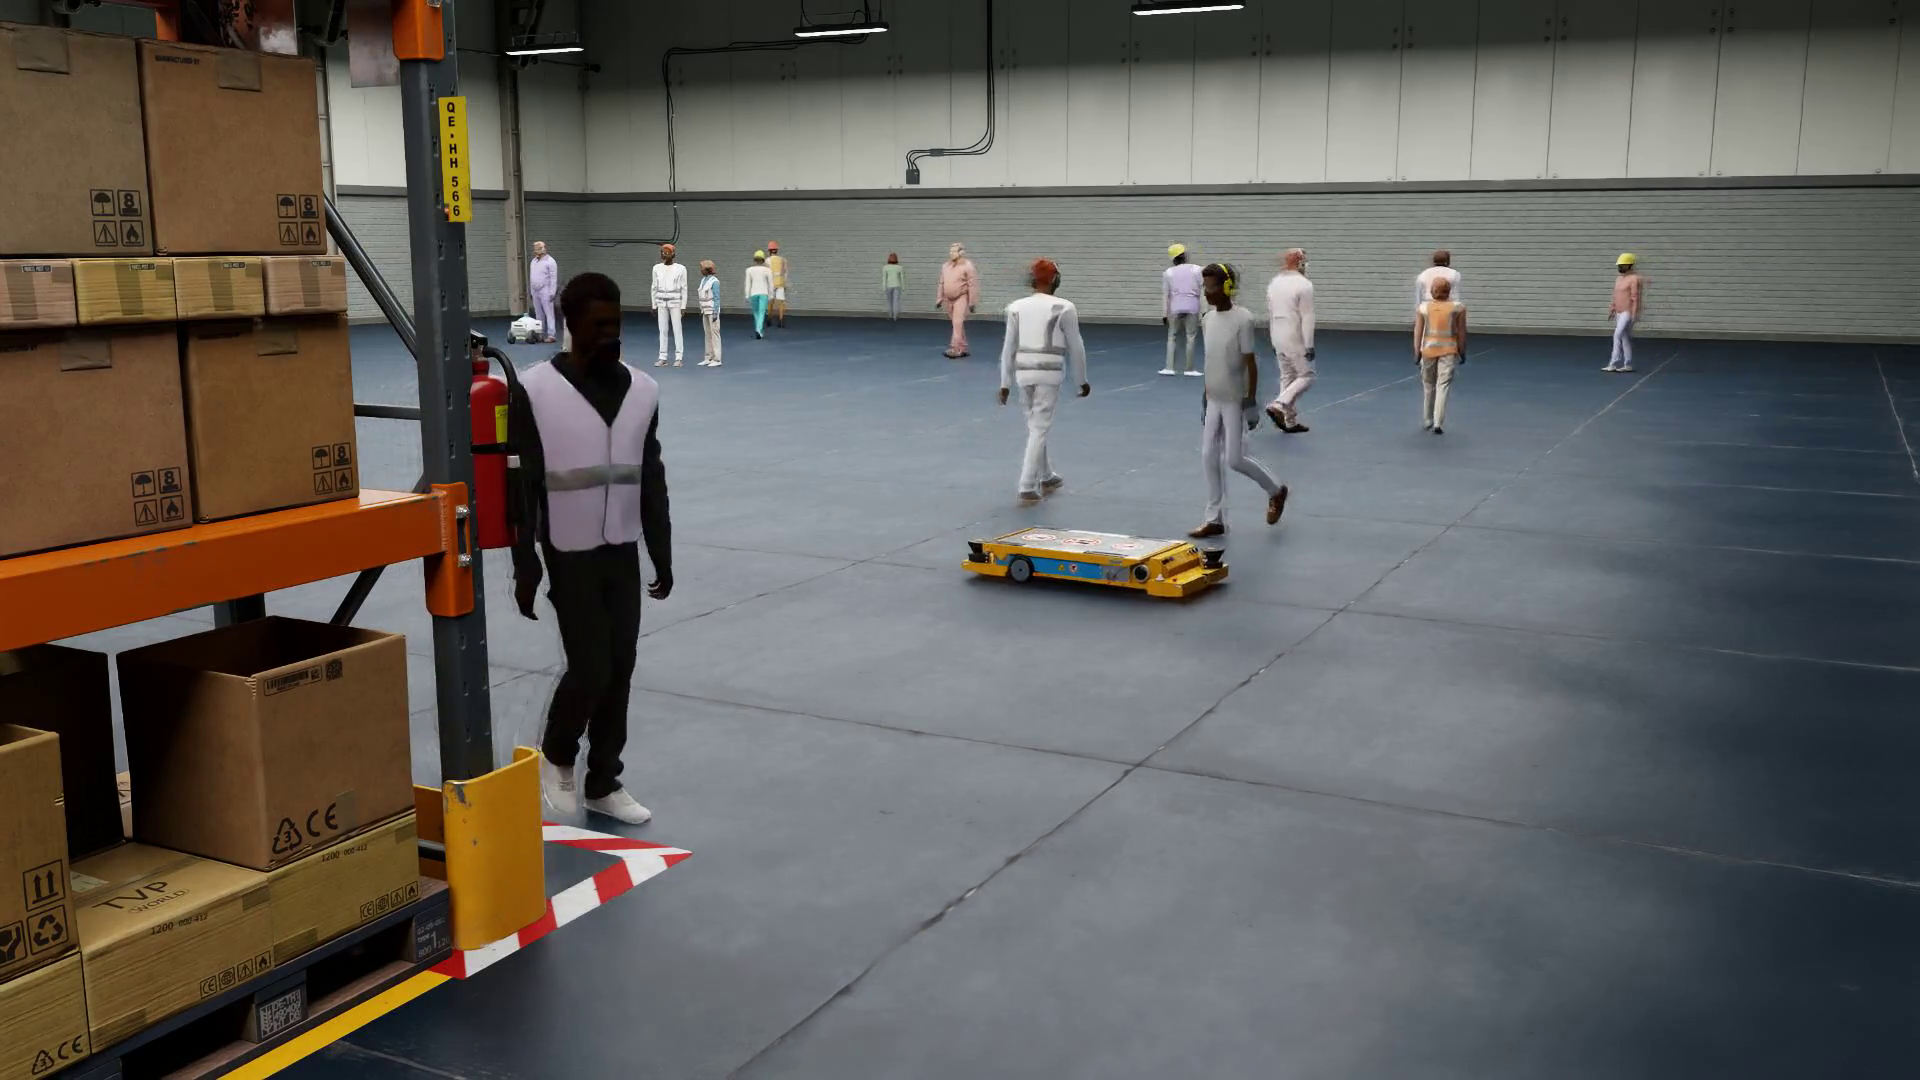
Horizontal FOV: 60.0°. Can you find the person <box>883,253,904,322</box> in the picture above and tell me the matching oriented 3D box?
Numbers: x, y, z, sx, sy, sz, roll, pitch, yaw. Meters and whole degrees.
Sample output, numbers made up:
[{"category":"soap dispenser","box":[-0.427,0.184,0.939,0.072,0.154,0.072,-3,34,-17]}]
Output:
[{"category":"person","box":[-1.564,-5.943,39.148,0.511,1.601,0.801,-1,10,-4]}]

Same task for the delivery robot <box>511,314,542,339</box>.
[{"category":"delivery robot","box":[-8.121,-4.001,31.158,0.477,0.478,0.707,2,11,10]}]

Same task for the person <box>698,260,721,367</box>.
[{"category":"person","box":[-3.869,-3.501,25.731,0.310,1.639,0.513,-7,13,-34]}]

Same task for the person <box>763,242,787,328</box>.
[{"category":"person","box":[-4.058,-5.602,36.556,0.552,1.884,1.022,-3,11,-18]}]

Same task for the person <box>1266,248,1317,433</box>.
[{"category":"person","box":[3.368,-2.015,16.922,0.535,1.893,0.669,-5,12,-25]}]

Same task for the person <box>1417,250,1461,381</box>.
[{"category":"person","box":[6.658,-3.081,22.969,0.660,1.807,0.872,8,13,37]}]

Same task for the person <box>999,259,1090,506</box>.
[{"category":"person","box":[0.670,-1.215,12.723,0.578,1.834,0.964,7,13,35]}]

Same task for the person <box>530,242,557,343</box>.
[{"category":"person","box":[-7.885,-4.664,31.361,0.638,1.902,0.407,7,12,33]}]

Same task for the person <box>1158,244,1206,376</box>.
[{"category":"person","box":[3.187,-3.279,23.860,0.695,1.886,0.378,2,11,10]}]

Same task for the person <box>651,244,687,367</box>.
[{"category":"person","box":[-4.486,-3.607,25.647,0.576,1.882,0.355,2,11,11]}]

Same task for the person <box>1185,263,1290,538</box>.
[{"category":"person","box":[1.865,-0.934,11.198,0.731,1.839,0.553,-6,12,-30]}]

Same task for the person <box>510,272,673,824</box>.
[{"category":"person","box":[-1.233,0.048,5.659,0.457,1.898,0.611,9,13,39]}]

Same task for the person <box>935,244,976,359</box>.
[{"category":"person","box":[-0.115,-3.916,27.352,0.639,1.867,0.962,8,13,39]}]

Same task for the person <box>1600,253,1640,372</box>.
[{"category":"person","box":[9.681,-3.334,24.506,0.710,1.741,0.548,-2,11,-8]}]

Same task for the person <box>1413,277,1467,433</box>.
[{"category":"person","box":[4.954,-1.912,17.199,0.514,1.595,0.869,5,11,23]}]

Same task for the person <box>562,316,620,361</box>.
[{"category":"person","box":[-3.239,-1.466,14.648,0.498,1.634,0.278,-1,10,-7]}]

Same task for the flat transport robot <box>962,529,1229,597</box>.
[{"category":"flat transport robot","box":[0.789,0.110,9.776,1.431,0.197,0.652,6,12,31]}]

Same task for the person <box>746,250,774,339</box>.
[{"category":"person","box":[-3.951,-4.819,32.683,0.535,1.736,0.849,2,11,10]}]
